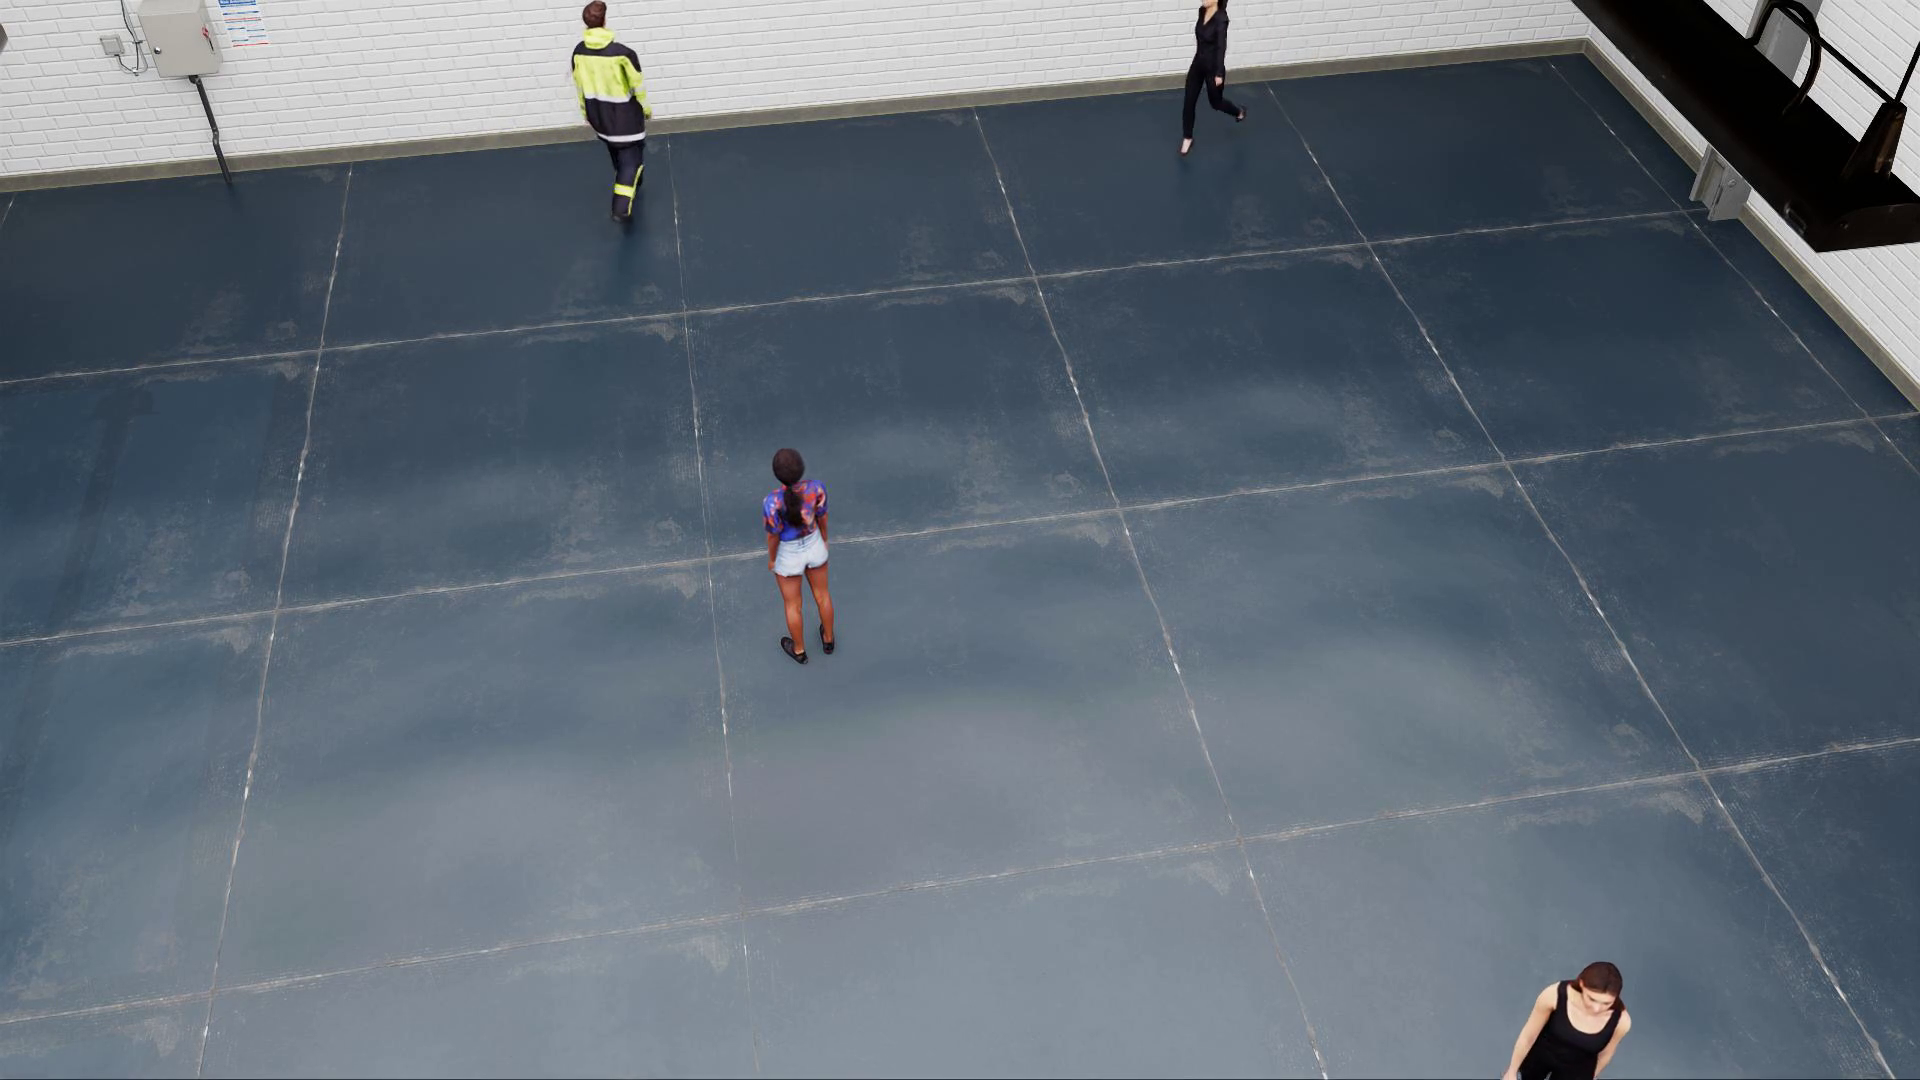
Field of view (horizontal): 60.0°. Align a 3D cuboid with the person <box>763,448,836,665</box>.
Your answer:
[{"bbox_3d":[-1.018,0.094,10.572,0.650,1.744,0.616,-20,47,-20],"label":"person"}]

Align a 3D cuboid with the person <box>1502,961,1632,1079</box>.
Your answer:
[{"bbox_3d":[2.918,2.488,8.134,1.019,1.641,1.163,20,47,19],"label":"person"}]

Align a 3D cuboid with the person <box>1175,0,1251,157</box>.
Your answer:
[{"bbox_3d":[2.335,-4.320,15.248,0.905,1.686,1.056,-22,48,-21],"label":"person"}]

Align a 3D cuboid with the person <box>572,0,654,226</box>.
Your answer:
[{"bbox_3d":[-2.983,-3.650,14.354,1.115,1.949,1.301,12,45,13],"label":"person"}]
